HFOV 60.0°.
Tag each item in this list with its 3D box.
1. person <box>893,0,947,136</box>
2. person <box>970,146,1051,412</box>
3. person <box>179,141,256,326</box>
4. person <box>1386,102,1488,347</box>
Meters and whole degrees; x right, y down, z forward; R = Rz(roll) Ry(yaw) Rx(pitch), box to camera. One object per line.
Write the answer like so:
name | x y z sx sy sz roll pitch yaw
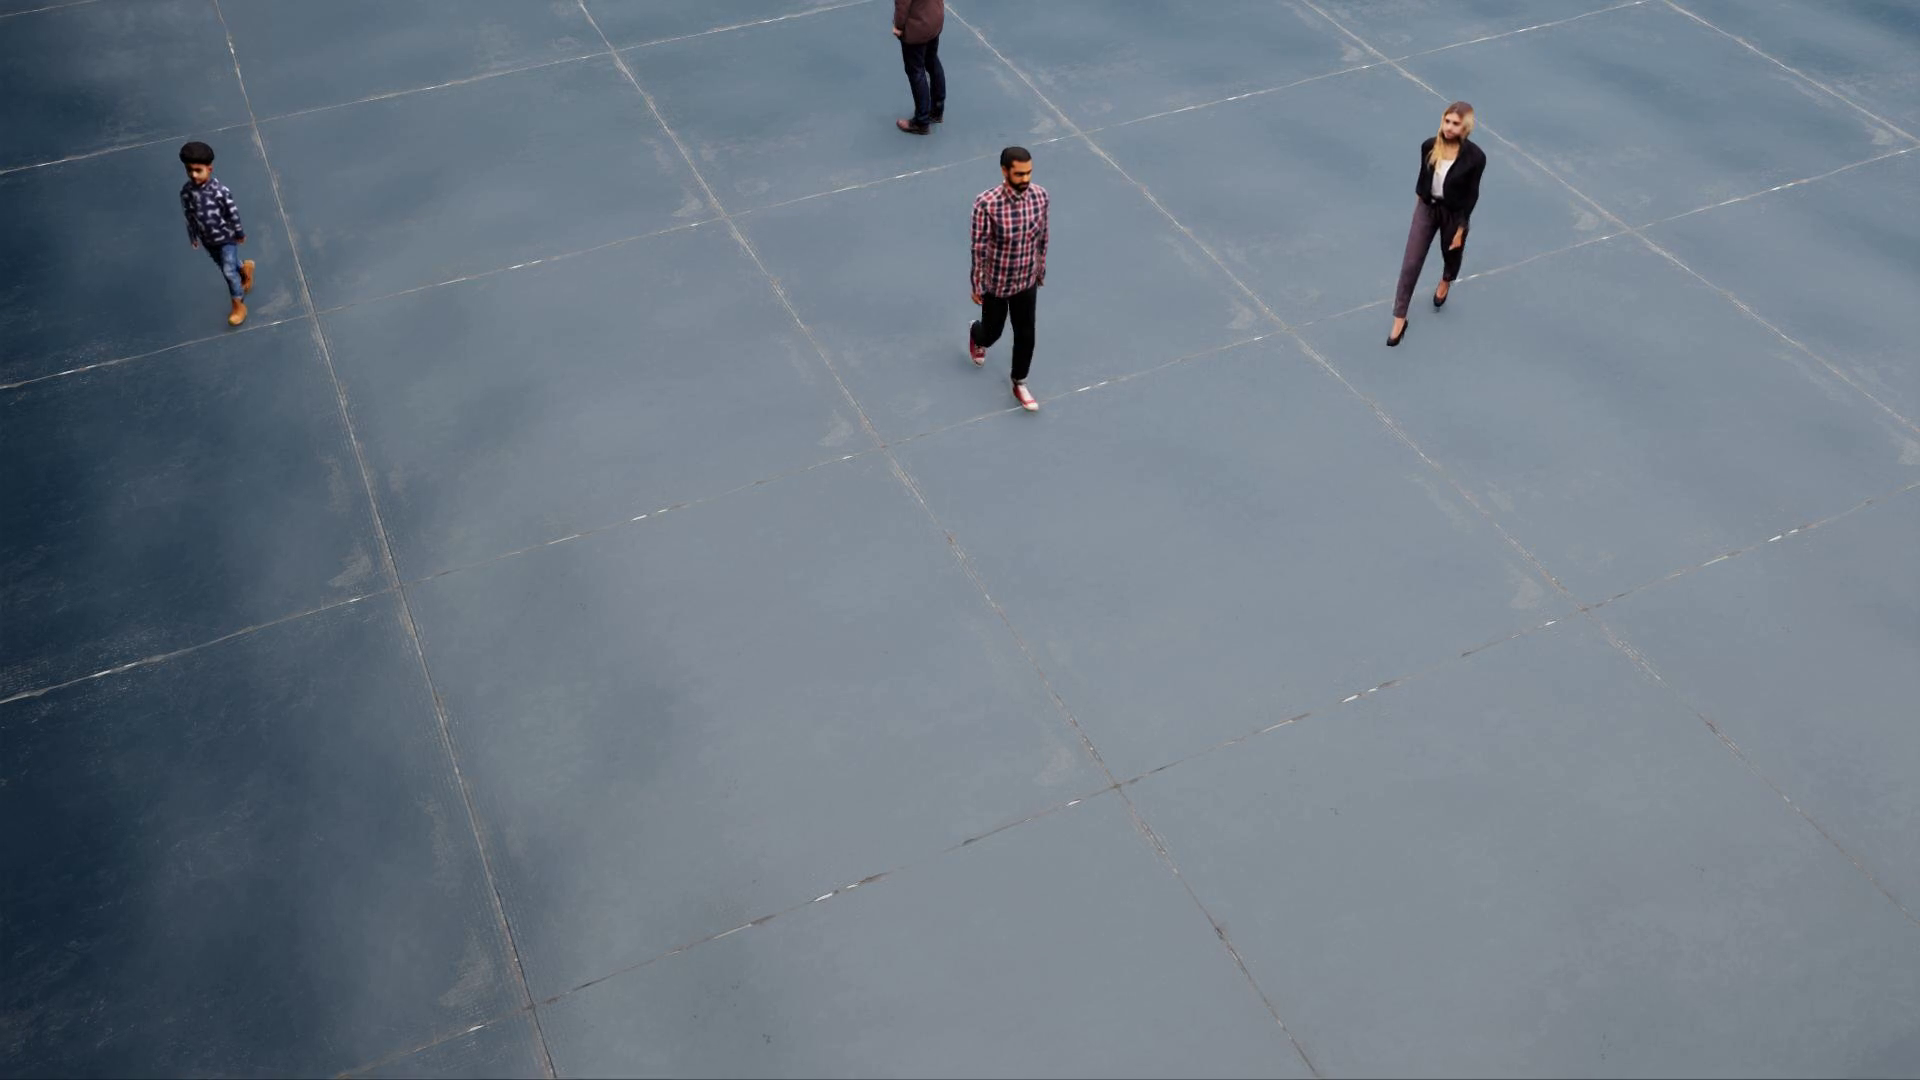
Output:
person | -0.306 -4.043 12.837 0.884 1.844 0.871 22 47 23
person | 0.268 -1.656 10.284 0.734 1.741 0.968 -14 44 -15
person | -4.971 -2.099 11.152 0.751 1.231 0.897 5 42 5
person | 3.187 -2.096 10.867 1.093 1.609 1.037 23 47 23
